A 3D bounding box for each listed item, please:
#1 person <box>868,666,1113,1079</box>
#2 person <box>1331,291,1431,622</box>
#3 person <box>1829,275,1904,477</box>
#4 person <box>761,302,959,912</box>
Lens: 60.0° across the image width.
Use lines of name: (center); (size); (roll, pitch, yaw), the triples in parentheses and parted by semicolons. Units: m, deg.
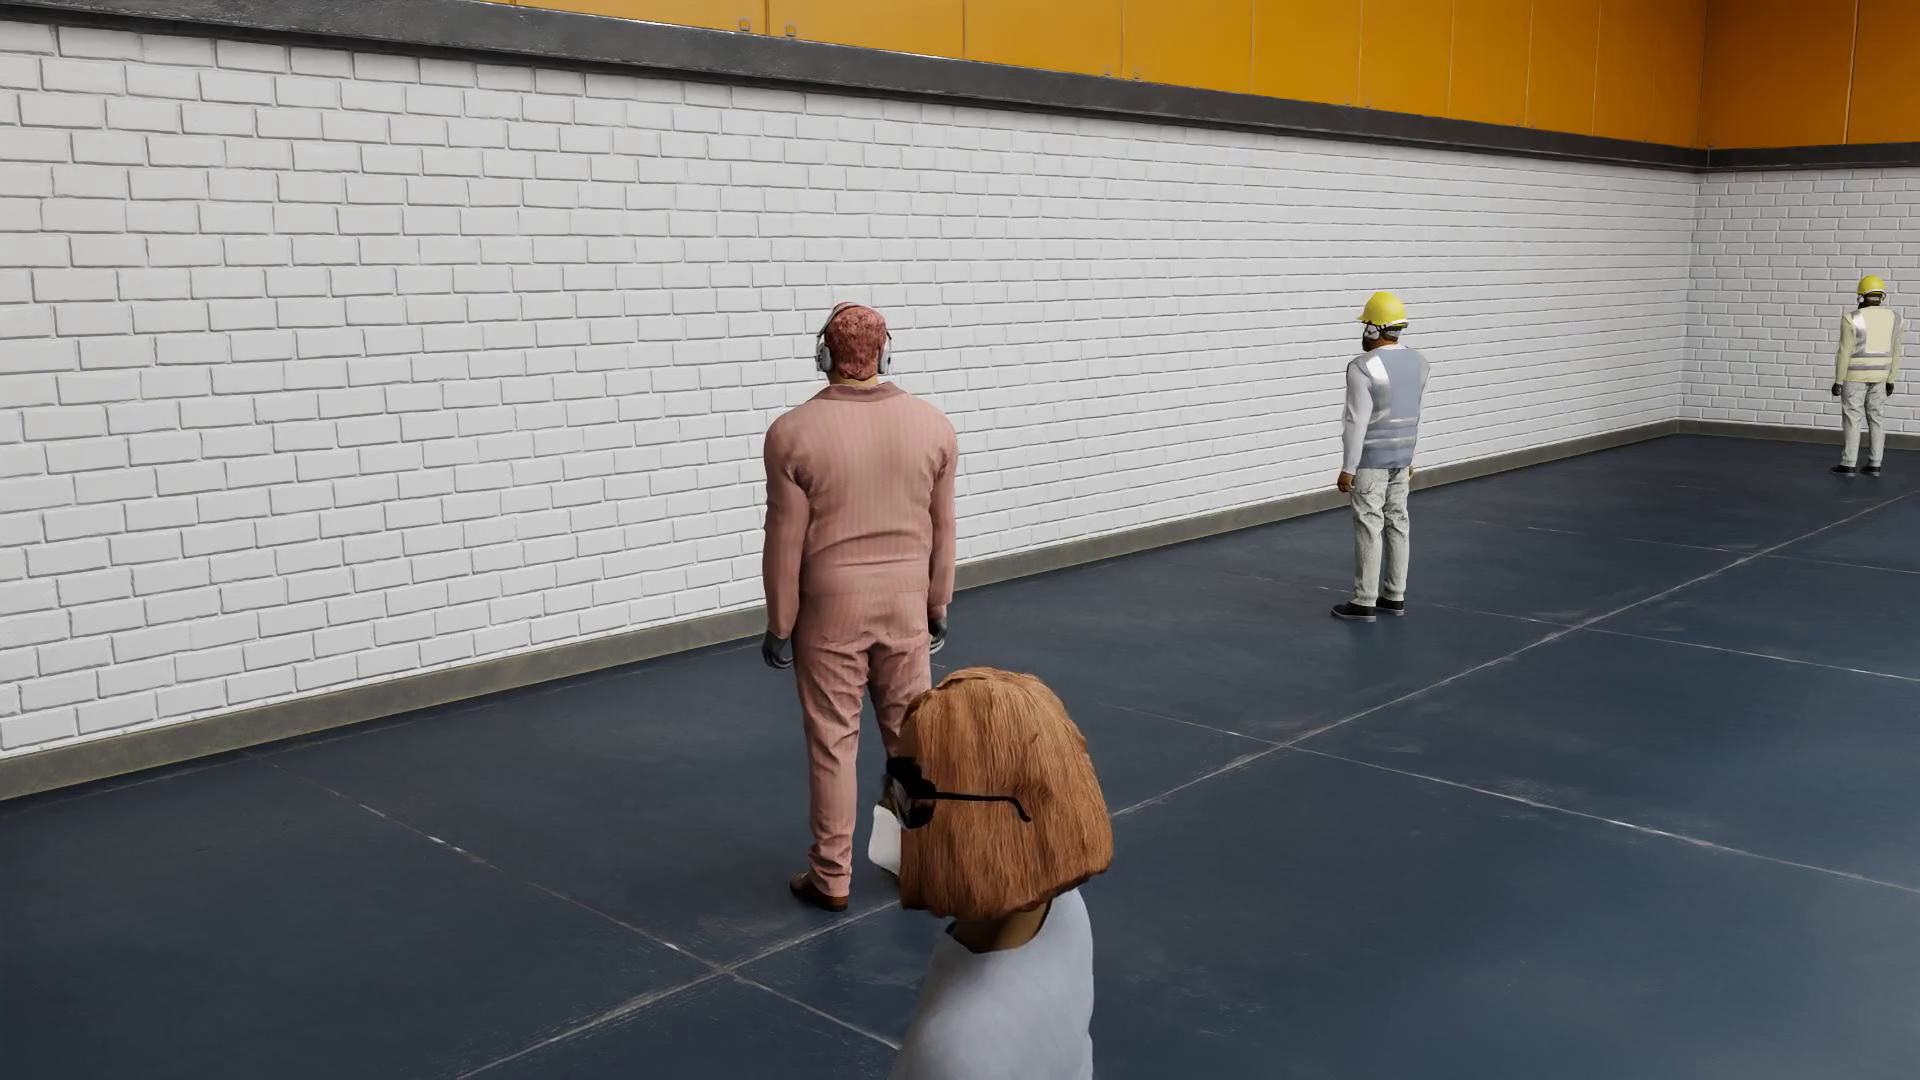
person: (0.023, 0.939, 1.884); (0.280, 1.636, 0.500); (2, 10, 11)
person: (2.331, -0.461, 9.288); (0.590, 1.837, 0.403); (-7, 12, -36)
person: (8.234, -1.489, 15.152); (0.600, 1.829, 0.404); (-1, 10, -6)
person: (-0.325, 0.214, 5.244); (0.639, 1.910, 0.407); (-4, 11, -24)
